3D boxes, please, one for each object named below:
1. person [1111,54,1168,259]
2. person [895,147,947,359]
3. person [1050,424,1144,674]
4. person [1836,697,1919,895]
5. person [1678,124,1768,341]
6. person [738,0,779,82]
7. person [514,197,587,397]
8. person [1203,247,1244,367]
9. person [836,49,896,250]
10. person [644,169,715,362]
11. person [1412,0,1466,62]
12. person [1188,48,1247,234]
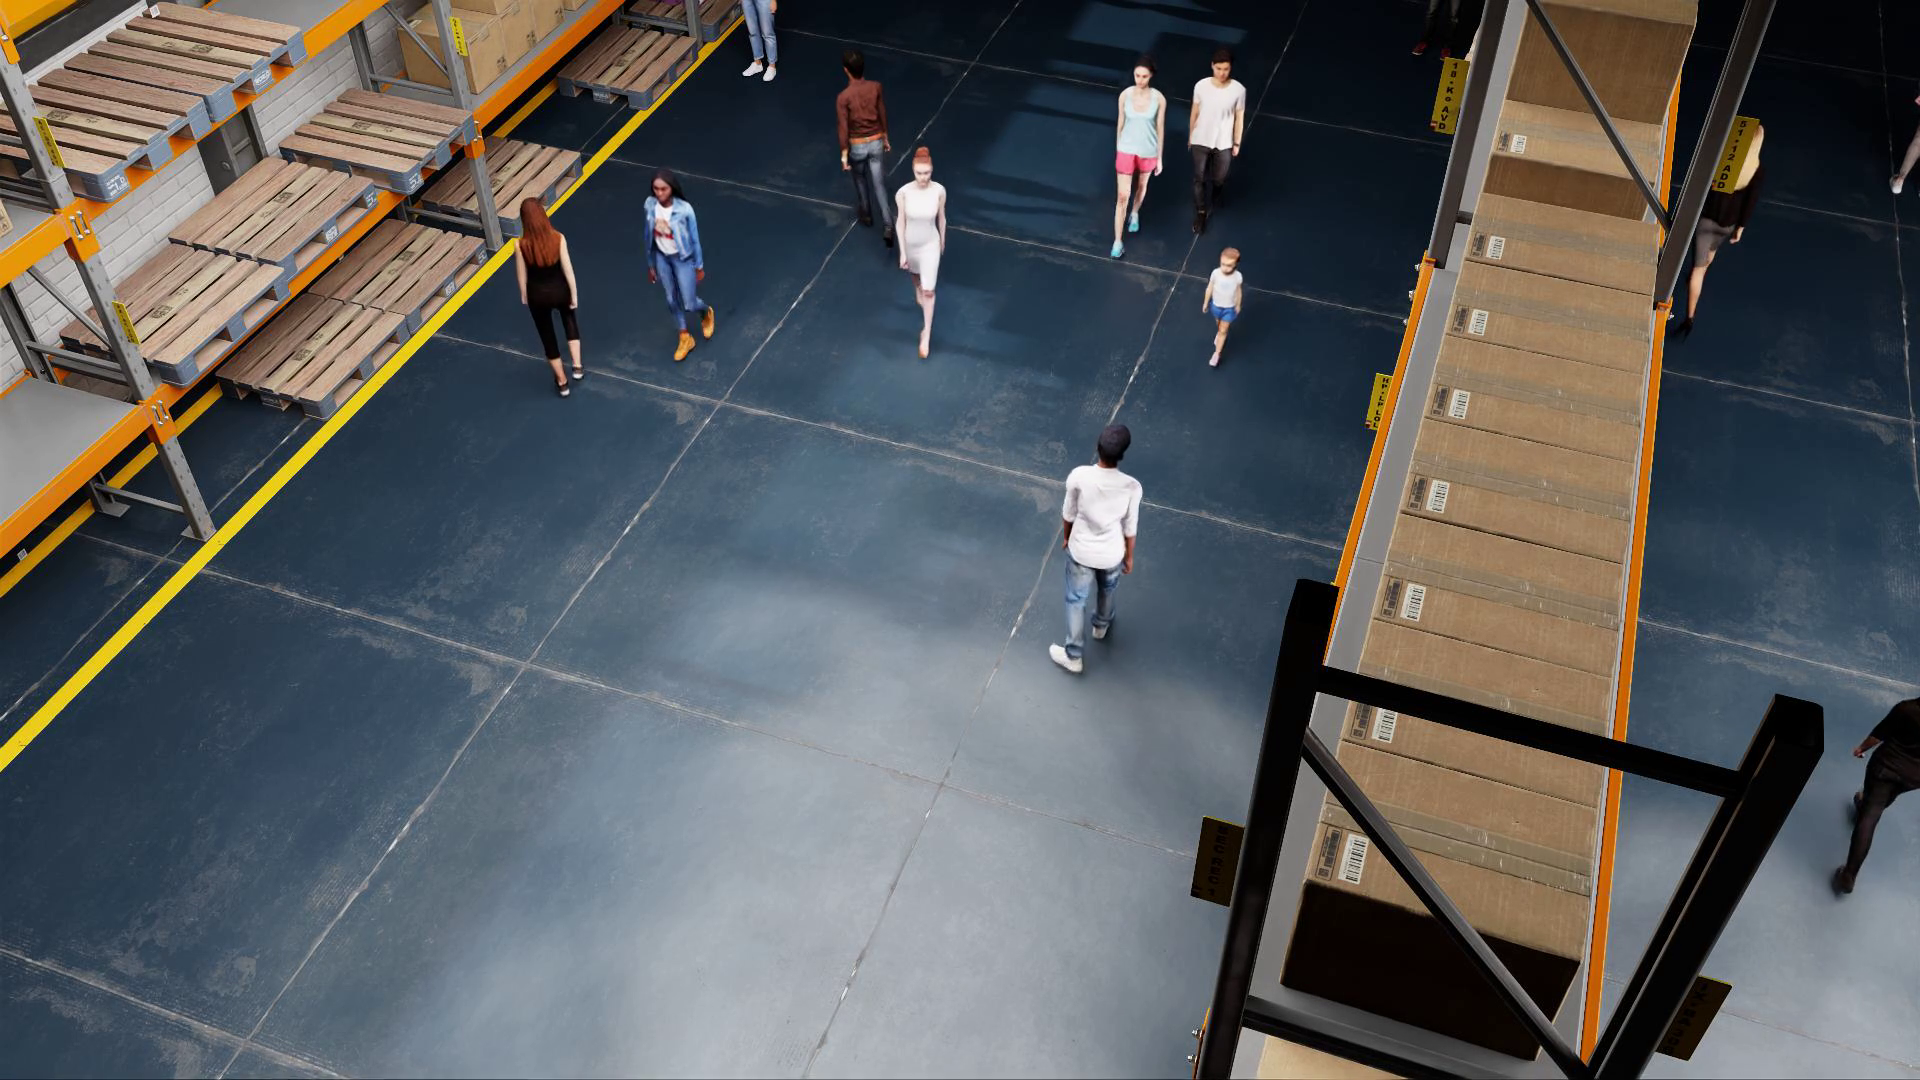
[{"bbox_3d":[1.564,-3.401,14.467,0.732,1.730,1.118,5,44,5],"label":"person"},{"bbox_3d":[-0.327,-2.395,13.403,0.835,1.740,1.184,-1,44,-1],"label":"person"},{"bbox_3d":[0.866,0.079,10.779,0.803,1.778,0.978,3,44,3],"label":"person"},{"bbox_3d":[5.372,1.387,9.533,0.617,1.602,1.055,17,46,17],"label":"person"},{"bbox_3d":[6.083,-2.455,13.441,0.661,1.775,1.198,11,45,11],"label":"person"},{"bbox_3d":[-2.019,-5.439,16.611,0.645,1.723,0.578,19,47,19],"label":"person"},{"bbox_3d":[-3.163,-1.831,12.830,0.707,1.715,0.761,-14,45,-15],"label":"person"},{"bbox_3d":[2.154,-1.950,13.476,0.460,0.995,0.726,17,46,17],"label":"person"},{"bbox_3d":[-0.792,-3.341,14.395,1.112,1.743,1.157,-17,46,-17],"label":"person"},{"bbox_3d":[-2.222,-2.243,13.272,0.613,1.702,0.708,15,46,15],"label":"person"},{"bbox_3d":[5.013,-5.791,16.917,0.681,1.810,0.572,20,47,19],"label":"person"},{"bbox_3d":[2.242,-3.575,14.666,0.654,1.706,0.845,11,45,11],"label":"person"}]
